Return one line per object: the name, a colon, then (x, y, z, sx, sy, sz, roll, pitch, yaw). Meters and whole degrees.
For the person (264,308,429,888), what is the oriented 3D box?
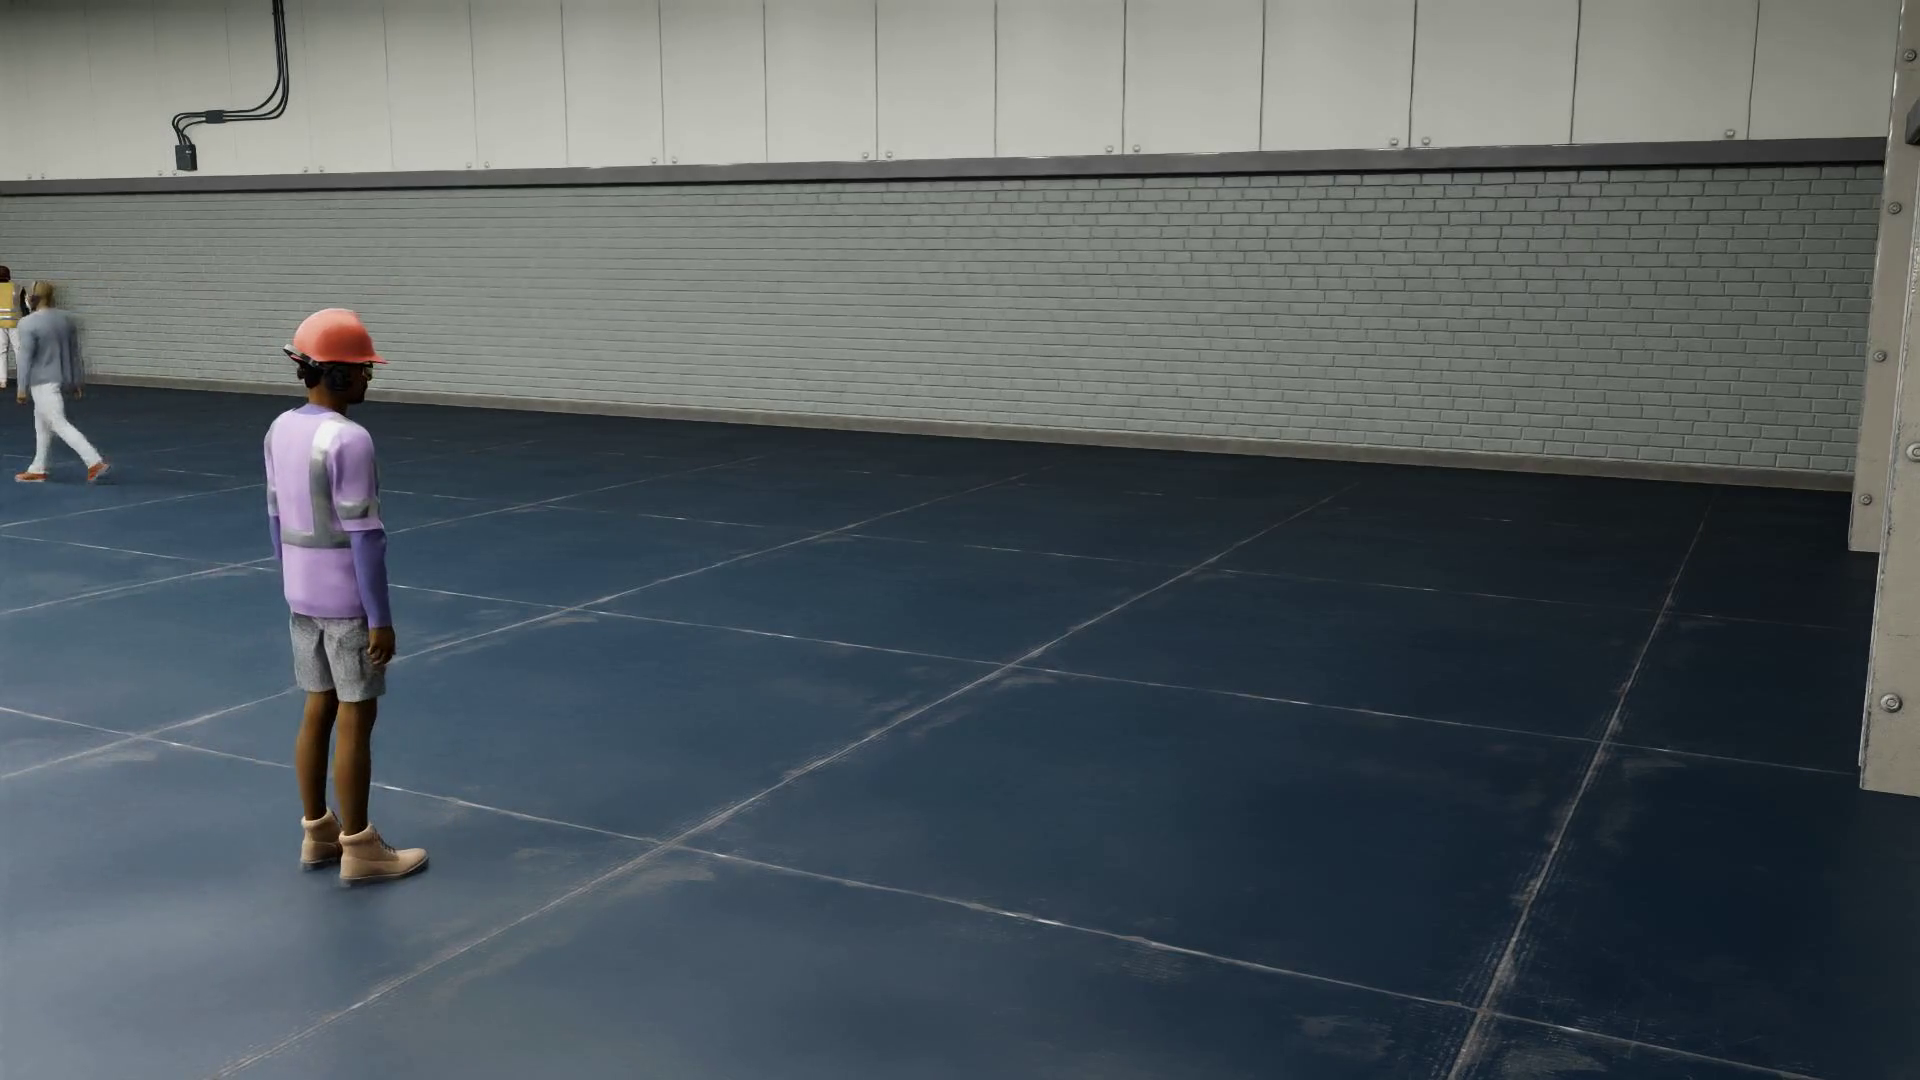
person: (-2.191, 0.203, 5.931, 0.615, 2.040, 0.391, 9, 14, 40)

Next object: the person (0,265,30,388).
person: (-14.415, -3.227, 25.184, 0.619, 1.845, 0.430, -4, 11, -22)

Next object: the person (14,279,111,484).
person: (-8.334, -1.447, 15.333, 0.983, 1.905, 0.638, 1, 10, 8)
